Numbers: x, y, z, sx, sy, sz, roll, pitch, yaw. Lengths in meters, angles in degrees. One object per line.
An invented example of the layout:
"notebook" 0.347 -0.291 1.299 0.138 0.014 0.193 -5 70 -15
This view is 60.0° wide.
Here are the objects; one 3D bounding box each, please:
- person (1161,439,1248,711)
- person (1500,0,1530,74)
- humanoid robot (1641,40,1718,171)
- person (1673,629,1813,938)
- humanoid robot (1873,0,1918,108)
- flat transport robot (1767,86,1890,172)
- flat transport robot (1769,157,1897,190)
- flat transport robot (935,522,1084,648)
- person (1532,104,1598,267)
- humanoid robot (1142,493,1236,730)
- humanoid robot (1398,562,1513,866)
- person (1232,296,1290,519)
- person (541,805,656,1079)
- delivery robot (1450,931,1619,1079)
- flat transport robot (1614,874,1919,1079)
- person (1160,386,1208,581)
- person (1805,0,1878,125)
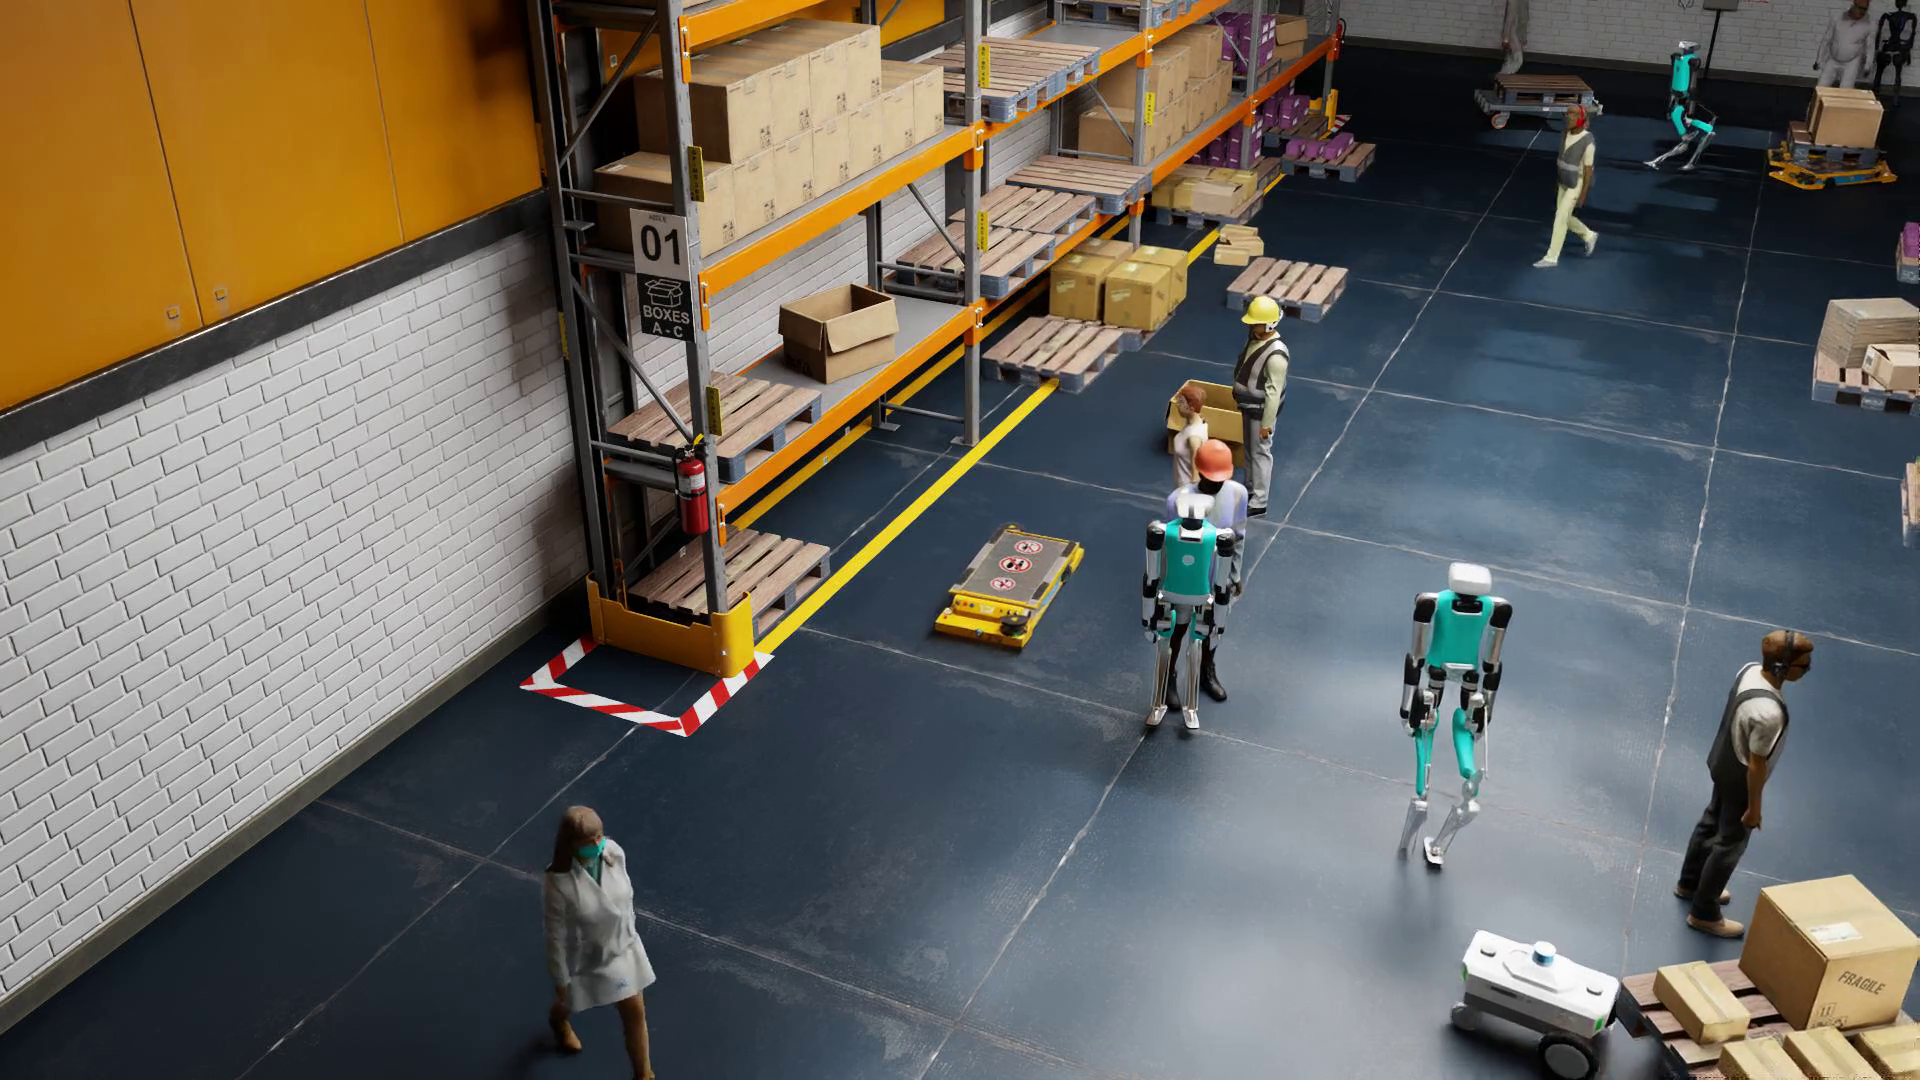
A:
"person" 1.551 0.225 10.578 0.551 1.924 0.402 -9 30 -16
"person" 8.489 -7.653 25.290 0.524 1.813 0.543 22 35 35
"humanoid robot" 9.430 -5.574 21.494 0.968 1.734 0.556 -5 29 -9
"person" 4.107 1.261 8.740 0.341 1.839 0.514 5 29 9
"humanoid robot" 13.845 -7.227 24.654 0.601 1.646 0.481 3 29 6
"flat transport robot" 11.558 -5.081 22.150 1.431 0.231 0.659 10 30 18
"flat transport robot" 11.319 -4.757 21.548 1.431 0.231 0.659 -8 29 -14
"flat transport robot" 0.385 0.311 12.152 0.659 0.231 1.431 10 30 19
"person" 6.814 -3.919 18.367 0.756 1.817 0.576 -6 29 -11
"humanoid robot" 1.405 0.376 10.344 0.533 1.677 0.735 5 29 9
"humanoid robot" 2.744 1.095 9.240 0.556 1.848 0.827 1 28 2
"person" 2.331 -1.045 13.032 0.403 1.825 0.589 -4 29 -7
"person" -1.730 1.896 7.769 0.495 1.622 0.846 -22 35 -35
"delivery robot" 2.879 2.266 8.237 0.781 0.605 0.499 16 32 27
"flat transport robot" 3.924 2.638 7.837 0.659 0.231 1.431 -6 29 -10
"person" 1.633 -0.331 11.873 0.270 1.659 0.458 1 28 2
"person" 12.533 -6.775 23.603 0.717 1.884 0.407 18 33 30
